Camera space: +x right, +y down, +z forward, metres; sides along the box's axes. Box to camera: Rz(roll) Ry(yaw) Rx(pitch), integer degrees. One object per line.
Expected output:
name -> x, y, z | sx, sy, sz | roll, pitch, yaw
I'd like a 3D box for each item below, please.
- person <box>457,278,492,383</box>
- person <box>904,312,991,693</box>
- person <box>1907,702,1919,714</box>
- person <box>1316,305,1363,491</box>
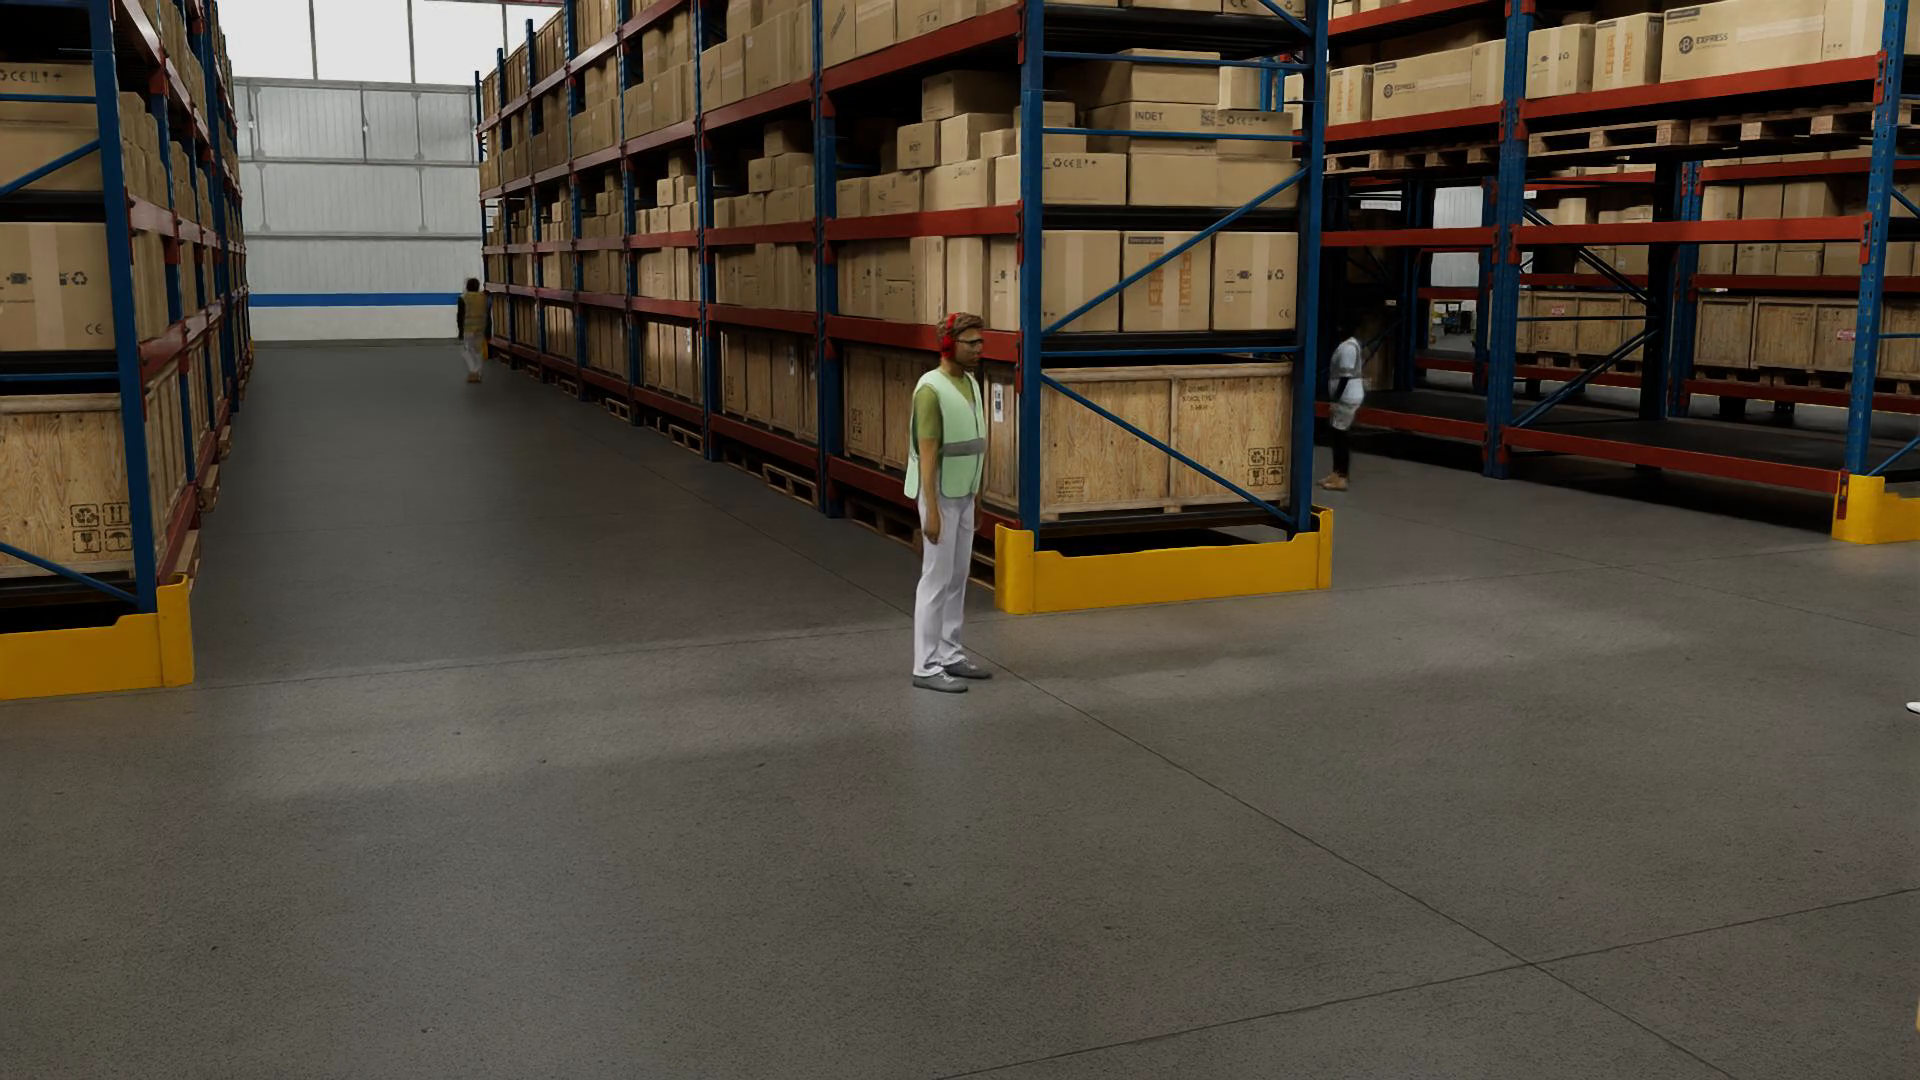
person -> -8.347, -3.594, 28.596 | 0.668, 1.814, 0.444 | -9, 13, -44
person -> -0.068, -0.186, 8.108 | 0.385, 1.836, 0.564 | 4, 10, 23
person -> 4.636, -0.126, 7.567 | 0.642, 1.900, 0.400 | -9, 13, -43
person -> 3.482, -1.285, 15.127 | 0.354, 1.693, 0.543 | 2, 10, 11
